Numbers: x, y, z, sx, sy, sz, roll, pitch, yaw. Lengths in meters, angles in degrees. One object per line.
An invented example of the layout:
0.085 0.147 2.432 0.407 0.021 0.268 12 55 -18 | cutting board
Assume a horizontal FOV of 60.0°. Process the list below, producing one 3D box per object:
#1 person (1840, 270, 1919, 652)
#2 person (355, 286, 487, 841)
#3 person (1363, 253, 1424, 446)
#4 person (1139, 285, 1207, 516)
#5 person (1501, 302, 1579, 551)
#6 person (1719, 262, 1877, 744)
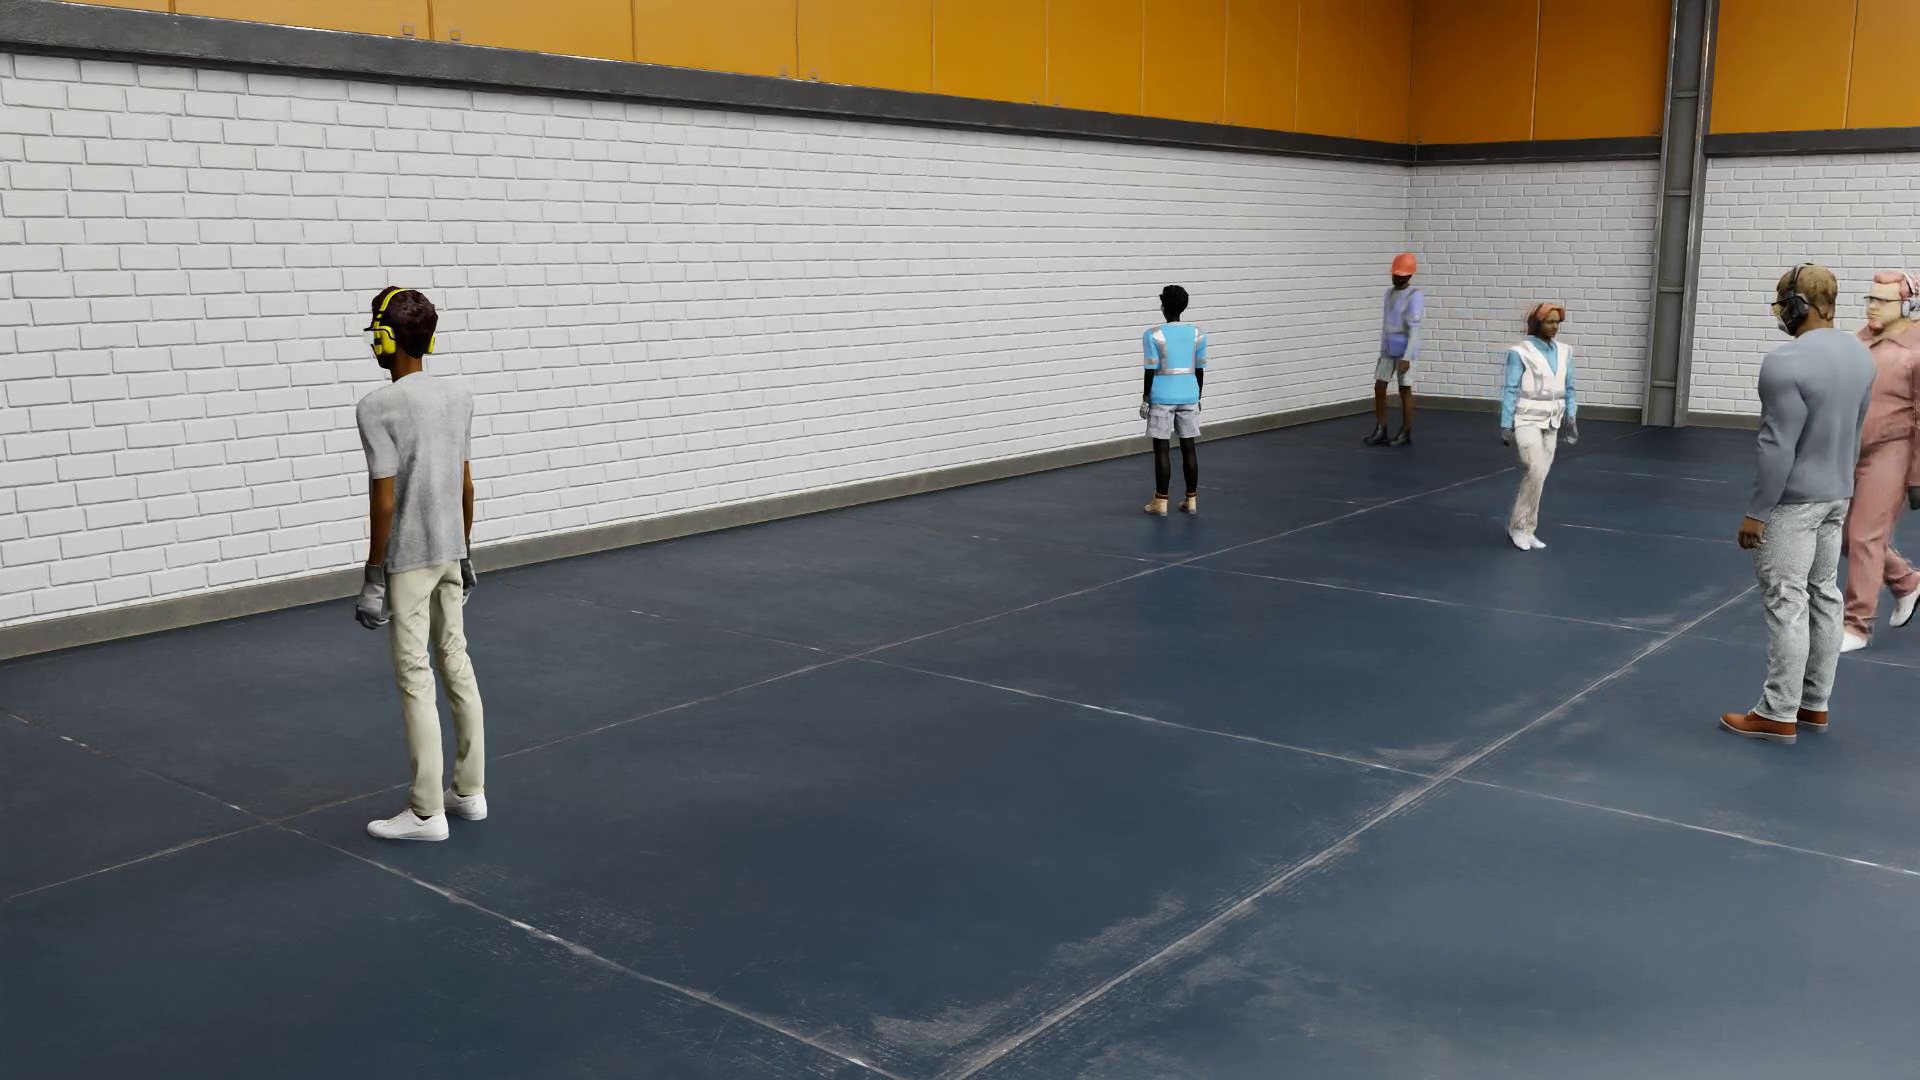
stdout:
4.583 -0.391 8.237 0.733 1.881 0.652 -2 11 -13 | person
-1.838 0.086 5.628 0.329 1.872 0.508 4 11 23 | person
4.269 -1.837 16.206 0.602 1.894 0.580 -6 12 -29 | person
1.564 -1.024 12.256 0.540 1.695 0.317 -4 11 -22 | person
3.789 -0.730 10.840 0.517 1.624 0.440 -6 12 -28 | person
3.384 -0.143 6.720 0.627 1.934 0.372 -7 12 -32 | person
